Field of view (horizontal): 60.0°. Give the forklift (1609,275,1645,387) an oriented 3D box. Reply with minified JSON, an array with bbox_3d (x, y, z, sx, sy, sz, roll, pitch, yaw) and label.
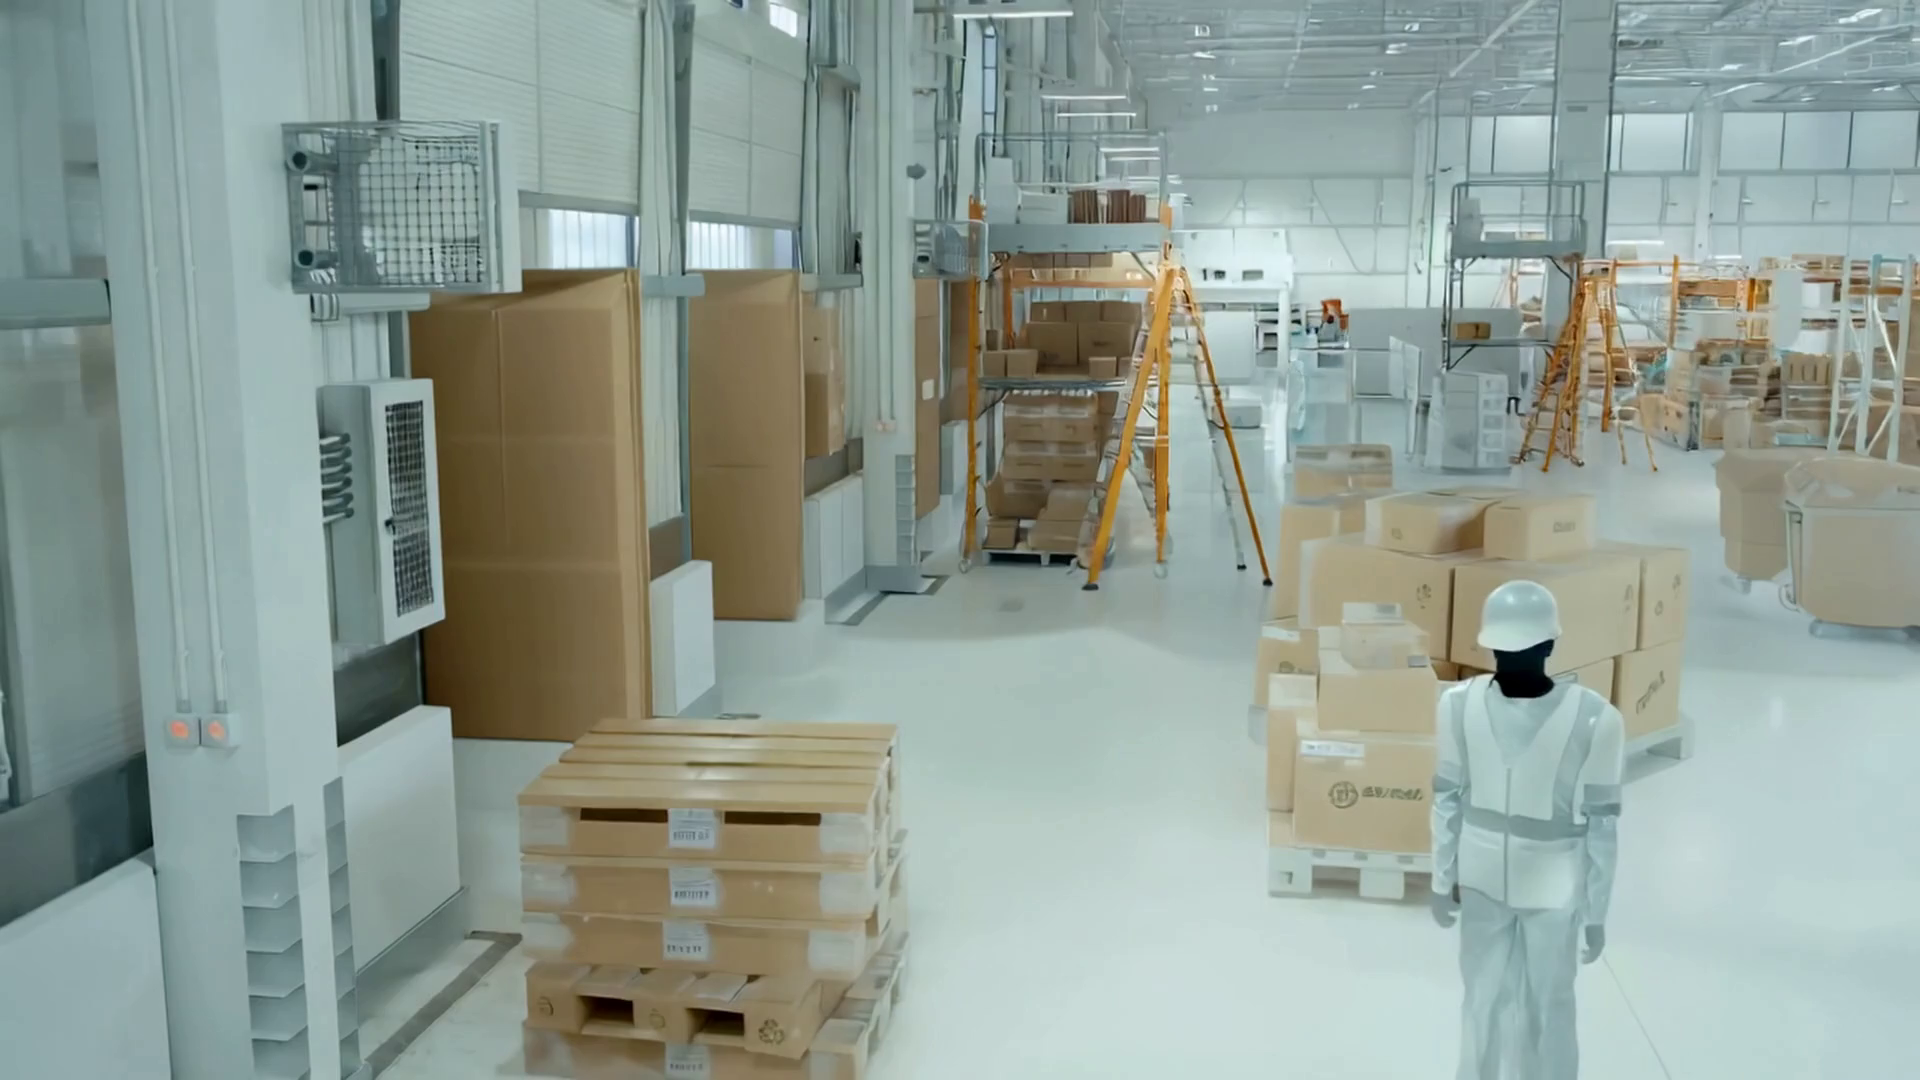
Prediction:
[{"bbox_3d":[15.500,-4.939,39.229,1.873,2.768,1.129,6,11,33],"label":"forklift"}]

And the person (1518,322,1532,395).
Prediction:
[{"bbox_3d":[12.838,-4.127,37.927,0.740,1.671,0.540,-5,11,-29],"label":"person"}]

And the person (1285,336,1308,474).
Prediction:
[{"bbox_3d":[4.672,-1.897,23.366,0.371,1.935,0.551,-1,9,-7],"label":"person"}]

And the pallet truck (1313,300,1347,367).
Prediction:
[{"bbox_3d":[11.159,-6.200,49.718,0.823,1.965,1.885,4,10,26],"label":"pallet truck"}]

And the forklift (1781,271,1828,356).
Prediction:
[{"bbox_3d":[23.984,-6.367,48.032,1.873,2.768,1.129,1,9,9],"label":"forklift"}]

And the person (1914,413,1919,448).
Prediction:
[{"bbox_3d":[15.598,-2.336,26.696,0.320,1.739,0.485,9,13,44],"label":"person"}]

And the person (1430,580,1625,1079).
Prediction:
[{"bbox_3d":[1.728,1.064,5.171,0.586,1.918,0.398,7,12,37],"label":"person"}]

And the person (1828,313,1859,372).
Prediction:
[{"bbox_3d":[20.369,-4.296,38.330,0.633,1.885,1.025,-1,9,-5],"label":"person"}]
